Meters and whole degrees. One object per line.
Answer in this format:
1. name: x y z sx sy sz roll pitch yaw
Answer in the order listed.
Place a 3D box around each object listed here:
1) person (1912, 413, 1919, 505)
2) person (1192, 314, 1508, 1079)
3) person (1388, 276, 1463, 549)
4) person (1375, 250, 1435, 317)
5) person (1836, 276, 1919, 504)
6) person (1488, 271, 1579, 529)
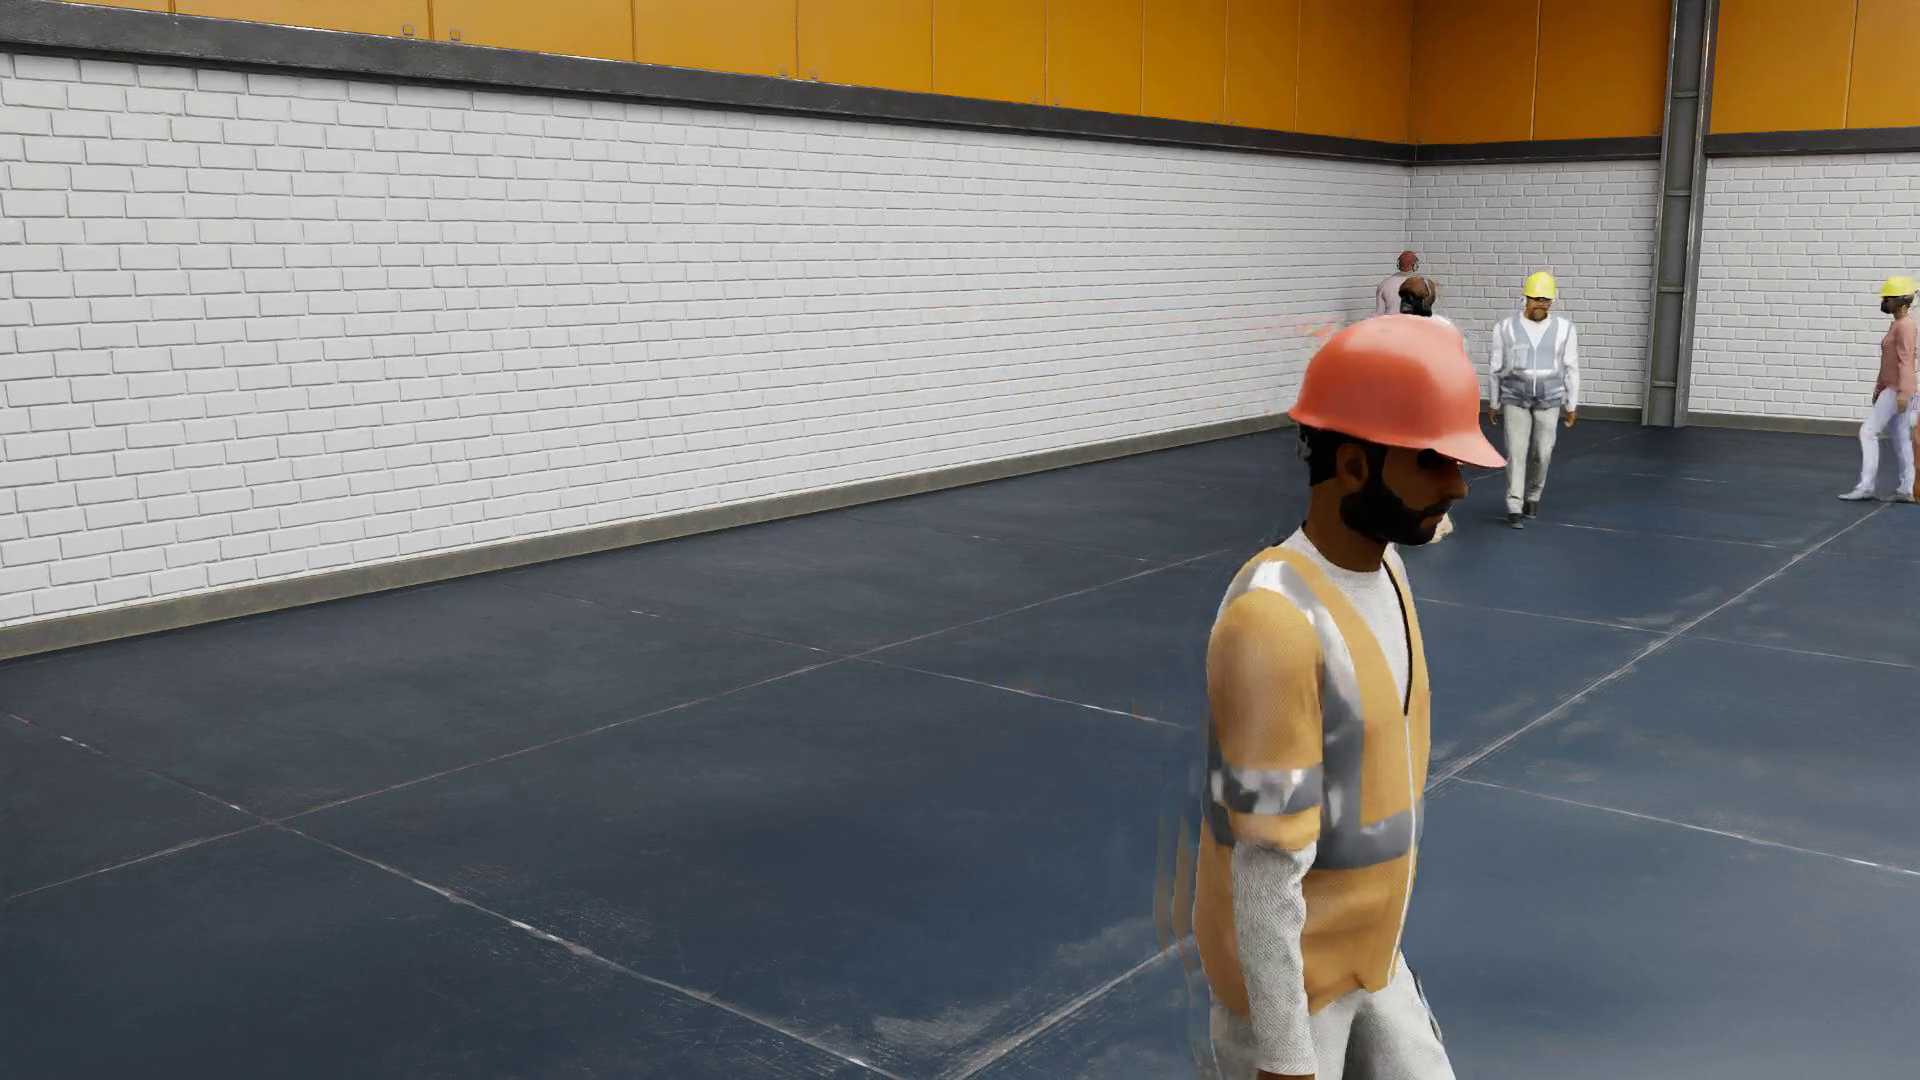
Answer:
1. person: 4.684 -0.308 7.520 0.649 1.965 0.486 5 11 24
2. person: 0.555 0.626 2.501 0.439 1.919 0.560 7 12 35
3. person: 2.976 -0.821 10.881 0.969 1.801 0.621 -6 12 -30
4. person: 4.908 -2.231 18.364 0.651 1.906 0.401 4 11 20
5. person: 7.080 -1.140 12.771 0.683 1.742 0.546 5 11 25
6. person: 4.089 -1.010 11.885 0.608 1.806 0.754 2 10 13
